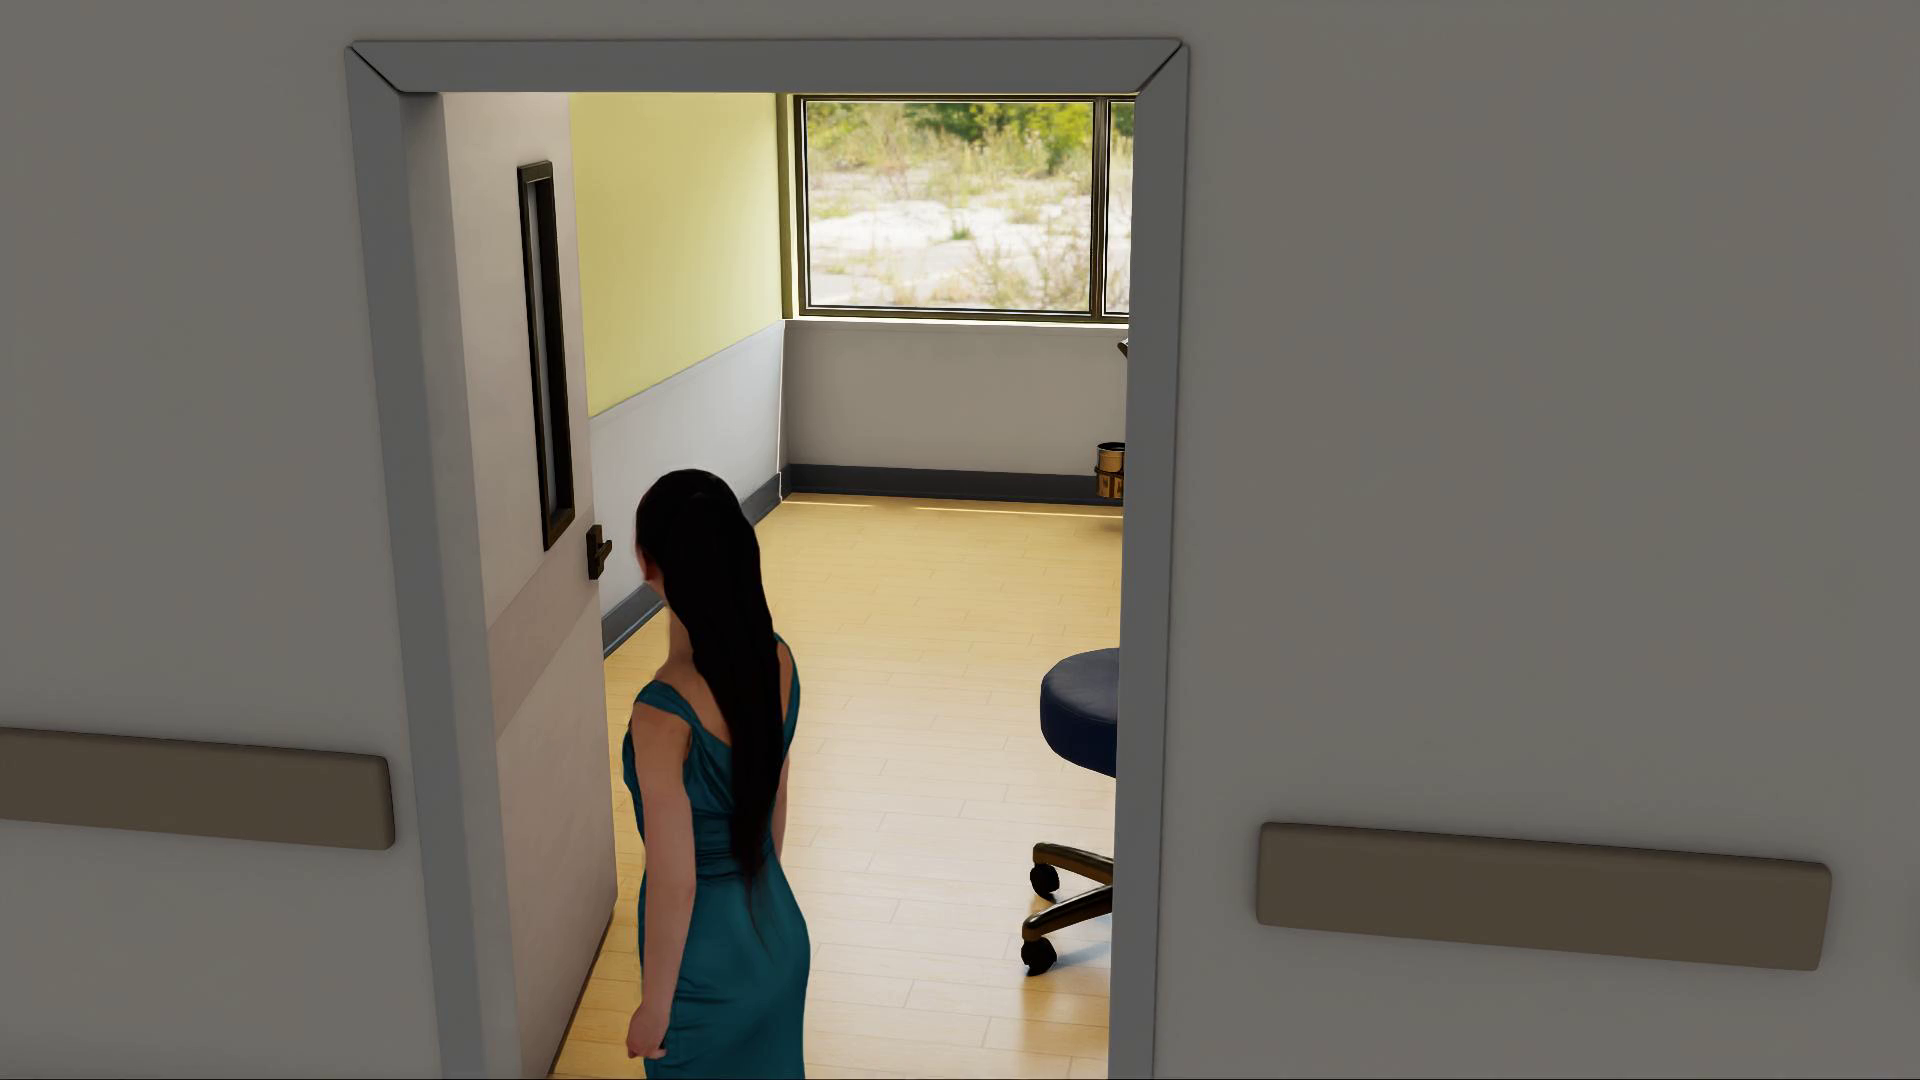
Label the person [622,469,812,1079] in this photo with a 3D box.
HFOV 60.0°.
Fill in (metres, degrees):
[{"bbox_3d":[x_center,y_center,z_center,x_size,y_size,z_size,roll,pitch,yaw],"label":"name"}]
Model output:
[{"bbox_3d":[-0.381,0.700,2.715,0.562,1.686,0.594,7,17,25],"label":"person"}]
